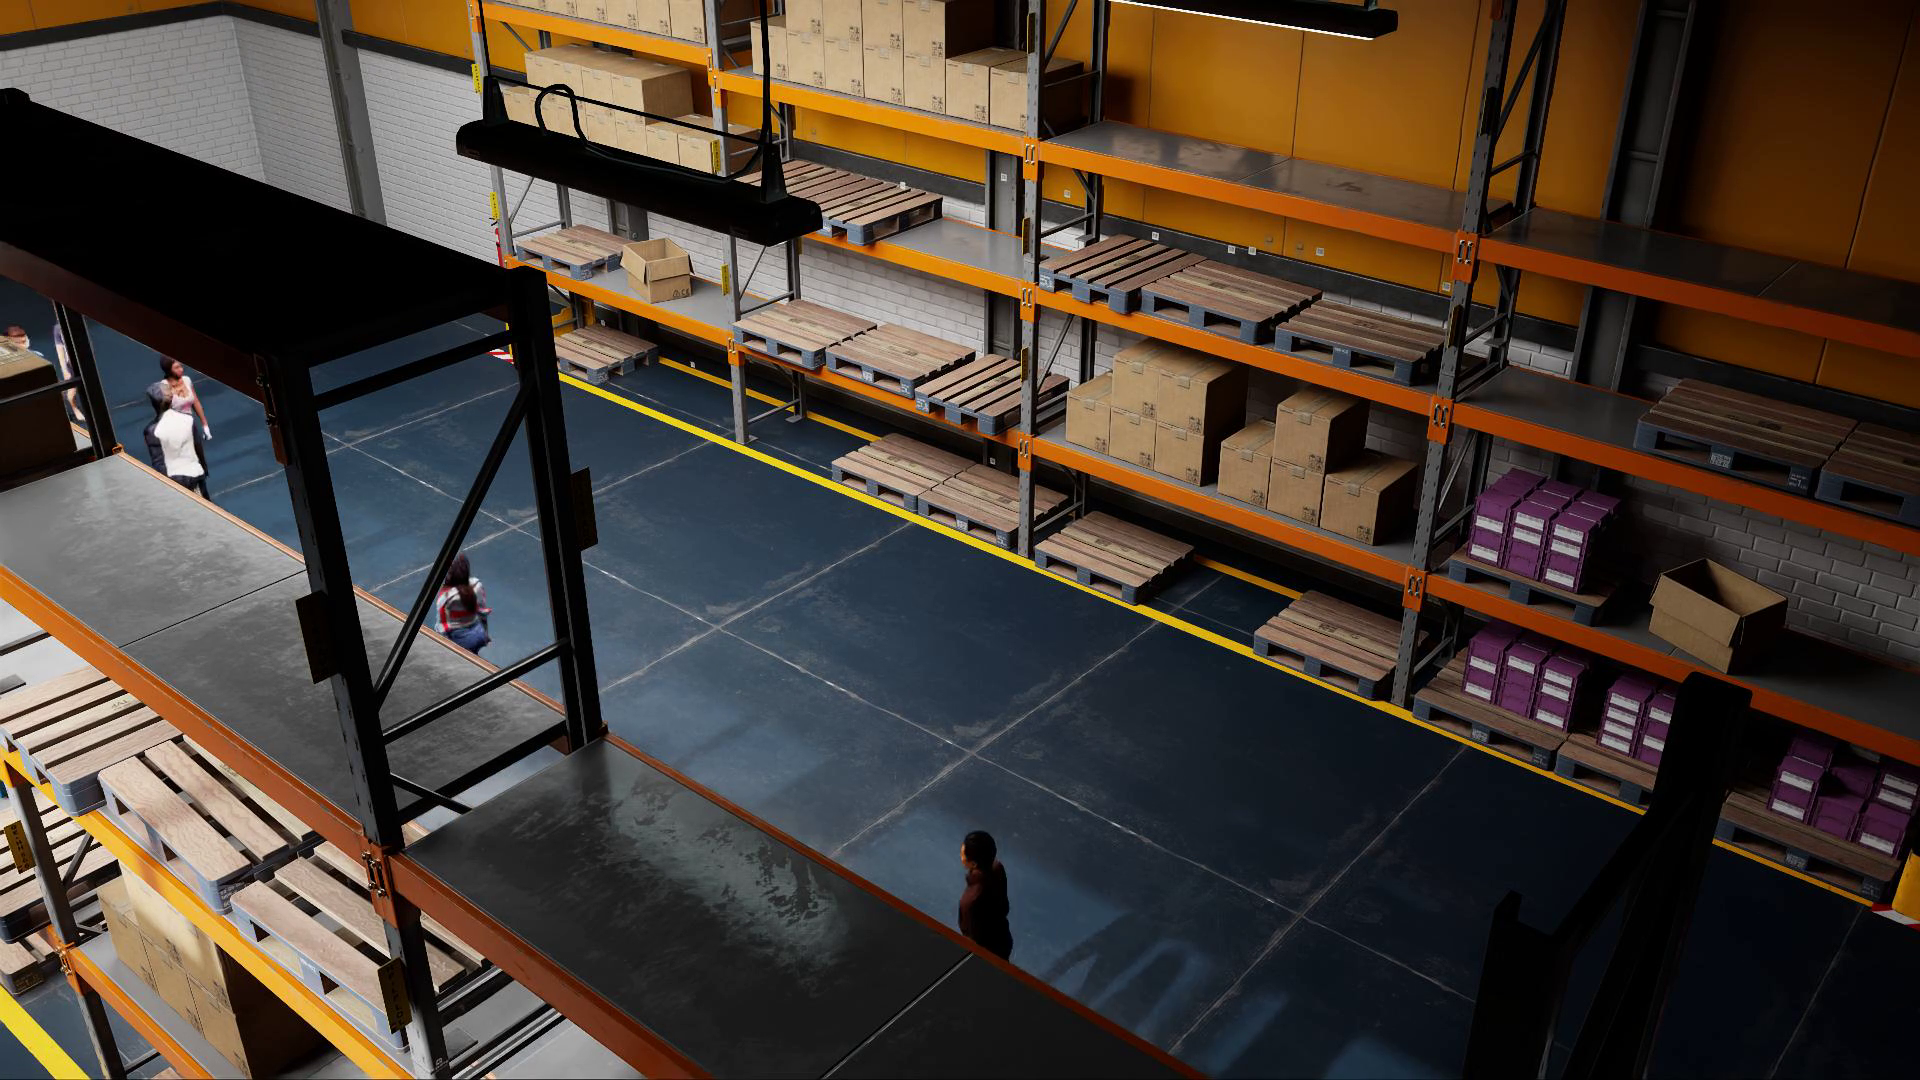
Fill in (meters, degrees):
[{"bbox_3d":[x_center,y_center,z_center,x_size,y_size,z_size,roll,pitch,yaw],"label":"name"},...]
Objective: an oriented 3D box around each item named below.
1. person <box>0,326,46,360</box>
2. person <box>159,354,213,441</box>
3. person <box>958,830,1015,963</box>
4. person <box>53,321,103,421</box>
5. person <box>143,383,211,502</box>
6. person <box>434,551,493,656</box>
[{"bbox_3d":[-9.550,-1.335,17.075,1.197,1.830,0.705,20,34,32],"label":"person"},{"bbox_3d":[-7.876,-1.076,16.718,1.029,1.715,0.765,13,31,23],"label":"person"},{"bbox_3d":[0.244,2.524,10.082,0.993,1.750,0.787,15,32,26],"label":"person"},{"bbox_3d":[-9.870,-1.967,18.547,1.006,1.529,0.591,25,37,38],"label":"person"},{"bbox_3d":[-7.217,-0.528,15.566,1.144,1.857,0.677,22,36,35],"label":"person"},{"bbox_3d":[-3.884,0.836,13.349,0.924,1.586,0.727,12,31,21],"label":"person"}]
